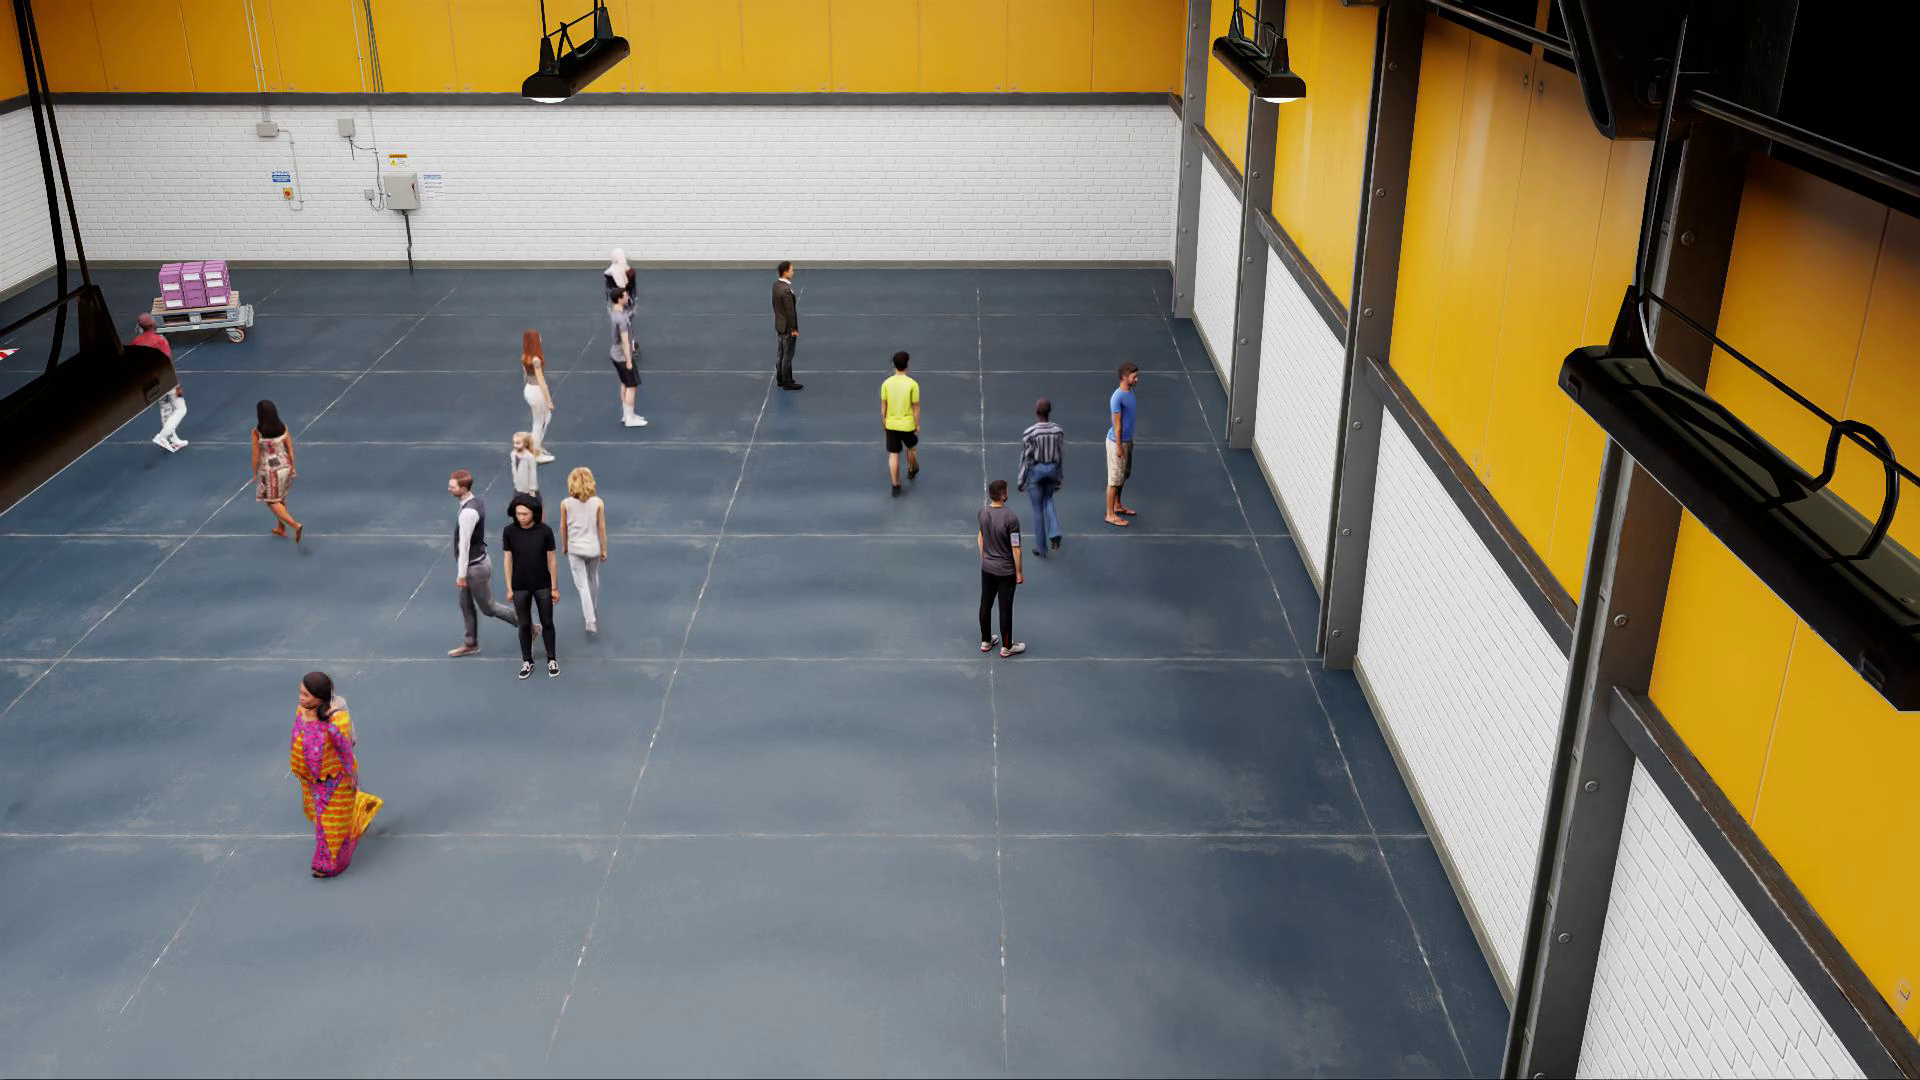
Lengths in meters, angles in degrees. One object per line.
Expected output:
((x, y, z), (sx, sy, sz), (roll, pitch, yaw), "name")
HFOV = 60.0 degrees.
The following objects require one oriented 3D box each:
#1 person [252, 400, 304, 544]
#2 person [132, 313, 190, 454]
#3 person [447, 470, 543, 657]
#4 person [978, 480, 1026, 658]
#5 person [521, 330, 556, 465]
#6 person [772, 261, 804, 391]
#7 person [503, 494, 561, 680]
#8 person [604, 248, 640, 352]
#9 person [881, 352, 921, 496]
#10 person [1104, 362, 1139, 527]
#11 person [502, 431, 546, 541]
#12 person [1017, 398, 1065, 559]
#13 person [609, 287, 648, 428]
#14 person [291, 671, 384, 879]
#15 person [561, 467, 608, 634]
((-7.473, -0.725, 18.229), (1.041, 1.631, 1.021), (18, 29, 35), "person")
((-10.013, -1.927, 20.754), (0.814, 1.811, 0.947), (7, 25, 16), "person")
((-4.465, 0.242, 15.657), (0.890, 1.918, 1.144), (-5, 24, -12), "person")
((0.365, 0.262, 15.805), (0.723, 1.764, 0.756), (18, 29, 35), "person")
((-5.292, -1.739, 20.445), (0.780, 1.714, 0.679), (-15, 28, -30), "person")
((-2.441, -3.006, 23.237), (0.817, 1.799, 0.667), (-13, 27, -27), "person")
((-3.966, 0.394, 15.419), (0.655, 1.831, 0.552), (-3, 24, -6), "person")
((-4.951, -3.468, 24.521), (0.948, 1.617, 1.043), (-17, 29, -34), "person")
((-0.714, -1.347, 19.592), (0.742, 1.678, 1.026), (3, 24, 7), "person")
((1.816, -1.122, 18.845), (0.788, 1.865, 0.641), (9, 25, 20), "person")
((-4.762, -0.606, 18.434), (0.740, 1.248, 0.913), (11, 26, 23), "person")
((0.923, -0.619, 17.793), (0.763, 1.787, 0.788), (-11, 26, -24), "person")
((-4.456, -2.419, 21.812), (0.829, 1.865, 0.702), (-7, 25, -16), "person")
((-4.762, 1.710, 12.622), (0.947, 1.660, 1.088), (14, 27, 28), "person")
((-3.681, 0.132, 16.272), (0.853, 1.627, 1.175), (-9, 25, -19), "person")
